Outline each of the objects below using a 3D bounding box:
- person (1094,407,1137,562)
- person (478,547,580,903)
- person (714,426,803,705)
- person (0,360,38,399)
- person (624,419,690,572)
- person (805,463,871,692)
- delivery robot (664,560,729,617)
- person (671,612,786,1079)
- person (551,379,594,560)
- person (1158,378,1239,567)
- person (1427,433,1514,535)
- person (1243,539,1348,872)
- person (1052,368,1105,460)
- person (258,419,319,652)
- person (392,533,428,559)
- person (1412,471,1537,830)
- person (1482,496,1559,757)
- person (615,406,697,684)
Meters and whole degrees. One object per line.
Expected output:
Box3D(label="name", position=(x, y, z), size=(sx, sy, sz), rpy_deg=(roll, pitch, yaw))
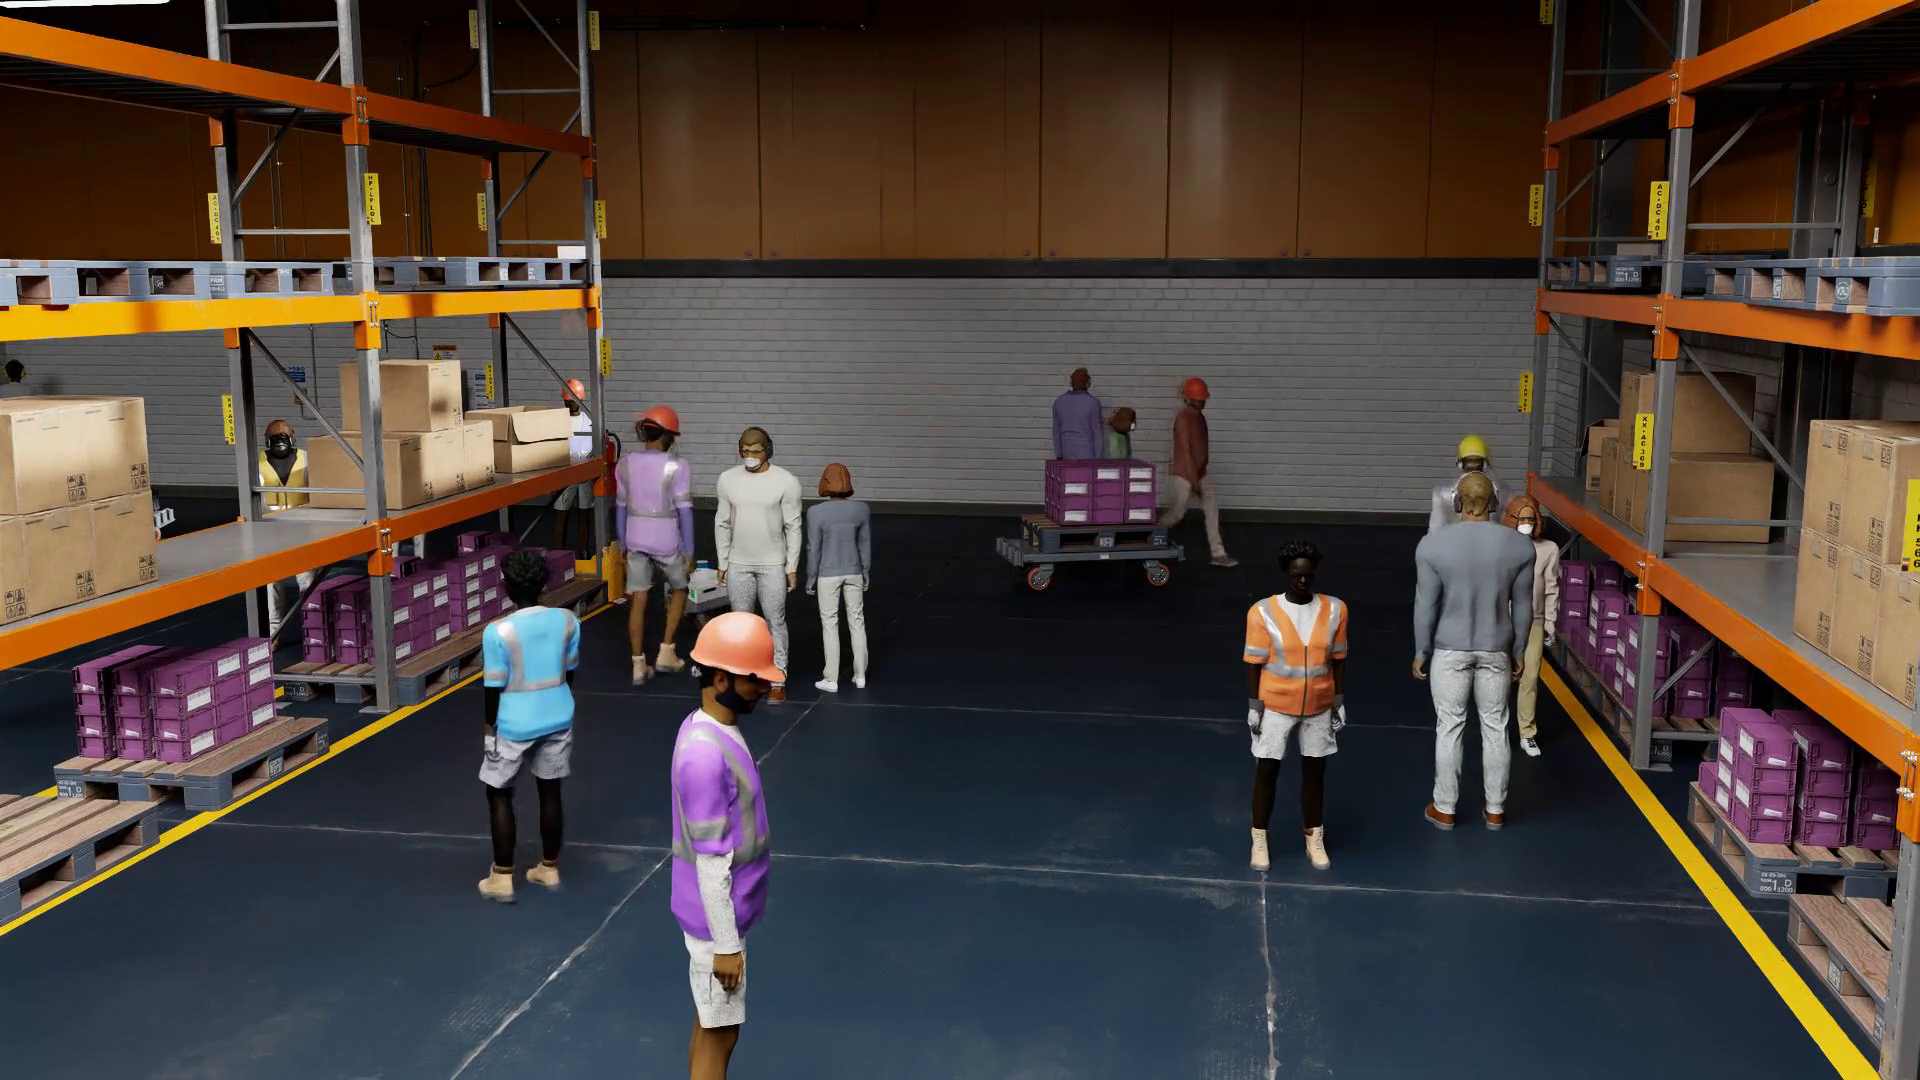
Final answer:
Box3D(label="person", position=(1.708, -0.550, 16.971), size=(0.745, 1.600, 0.503), rpy_deg=(4, 10, 25))
Box3D(label="person", position=(-2.050, 0.876, 7.930), size=(0.377, 1.695, 0.553), rpy_deg=(9, 13, 43))
Box3D(label="person", position=(-1.395, 0.177, 11.486), size=(0.628, 1.935, 0.373), rpy_deg=(2, 9, 11))
Box3D(label="person", position=(-11.961, -1.348, 21.111), size=(0.606, 1.864, 0.325), rpy_deg=(-4, 10, -22))
Box3D(label="person", position=(-2.916, -0.379, 15.954), size=(0.794, 1.585, 0.572), rpy_deg=(2, 9, 14))
Box3D(label="person", position=(-0.865, 0.266, 11.858), size=(0.503, 1.632, 0.271), rpy_deg=(-5, 10, -27))
Box3D(label="delivery robot", position=(-2.164, 0.415, 13.972), size=(0.477, 0.478, 0.707), rpy_deg=(5, 10, 28))
Box3D(label="person", position=(-0.734, 1.179, 5.329), size=(0.373, 1.928, 0.543), rpy_deg=(-1, 9, -7))
Box3D(label="person", position=(-3.790, -0.621, 16.413), size=(0.551, 1.929, 0.374), rpy_deg=(-7, 11, -37))
Box3D(label="person", position=(2.294, -0.688, 16.849), size=(0.973, 1.938, 0.605), rpy_deg=(6, 11, 35))
Box3D(label="person", position=(3.708, 0.134, 12.107), size=(0.610, 1.816, 0.518), rpy_deg=(2, 9, 10))
Box3D(label="person", position=(1.664, 0.822, 8.276), size=(0.537, 1.690, 0.322), rpy_deg=(-1, 9, -6))
Box3D(label="person", position=(1.354, -0.968, 18.630), size=(0.653, 1.907, 0.408), rpy_deg=(7, 12, 38))
Box3D(label="person", position=(-5.300, -0.034, 13.105), size=(0.628, 1.837, 0.429), rpy_deg=(-4, 10, -23))
Box3D(label="person", position=(-5.035, -0.386, 15.150), size=(0.570, 1.878, 0.348), rpy_deg=(-7, 12, -37))
Box3D(label="person", position=(2.728, 0.599, 8.890), size=(0.627, 1.933, 0.376), rpy_deg=(1, 9, 6))
Box3D(label="person", position=(3.428, 0.532, 10.248), size=(0.493, 1.625, 0.283), rpy_deg=(0, 9, -3))
Box3D(label="person", position=(-2.219, 0.033, 12.156), size=(0.712, 2.001, 0.645), rpy_deg=(3, 10, 16))
